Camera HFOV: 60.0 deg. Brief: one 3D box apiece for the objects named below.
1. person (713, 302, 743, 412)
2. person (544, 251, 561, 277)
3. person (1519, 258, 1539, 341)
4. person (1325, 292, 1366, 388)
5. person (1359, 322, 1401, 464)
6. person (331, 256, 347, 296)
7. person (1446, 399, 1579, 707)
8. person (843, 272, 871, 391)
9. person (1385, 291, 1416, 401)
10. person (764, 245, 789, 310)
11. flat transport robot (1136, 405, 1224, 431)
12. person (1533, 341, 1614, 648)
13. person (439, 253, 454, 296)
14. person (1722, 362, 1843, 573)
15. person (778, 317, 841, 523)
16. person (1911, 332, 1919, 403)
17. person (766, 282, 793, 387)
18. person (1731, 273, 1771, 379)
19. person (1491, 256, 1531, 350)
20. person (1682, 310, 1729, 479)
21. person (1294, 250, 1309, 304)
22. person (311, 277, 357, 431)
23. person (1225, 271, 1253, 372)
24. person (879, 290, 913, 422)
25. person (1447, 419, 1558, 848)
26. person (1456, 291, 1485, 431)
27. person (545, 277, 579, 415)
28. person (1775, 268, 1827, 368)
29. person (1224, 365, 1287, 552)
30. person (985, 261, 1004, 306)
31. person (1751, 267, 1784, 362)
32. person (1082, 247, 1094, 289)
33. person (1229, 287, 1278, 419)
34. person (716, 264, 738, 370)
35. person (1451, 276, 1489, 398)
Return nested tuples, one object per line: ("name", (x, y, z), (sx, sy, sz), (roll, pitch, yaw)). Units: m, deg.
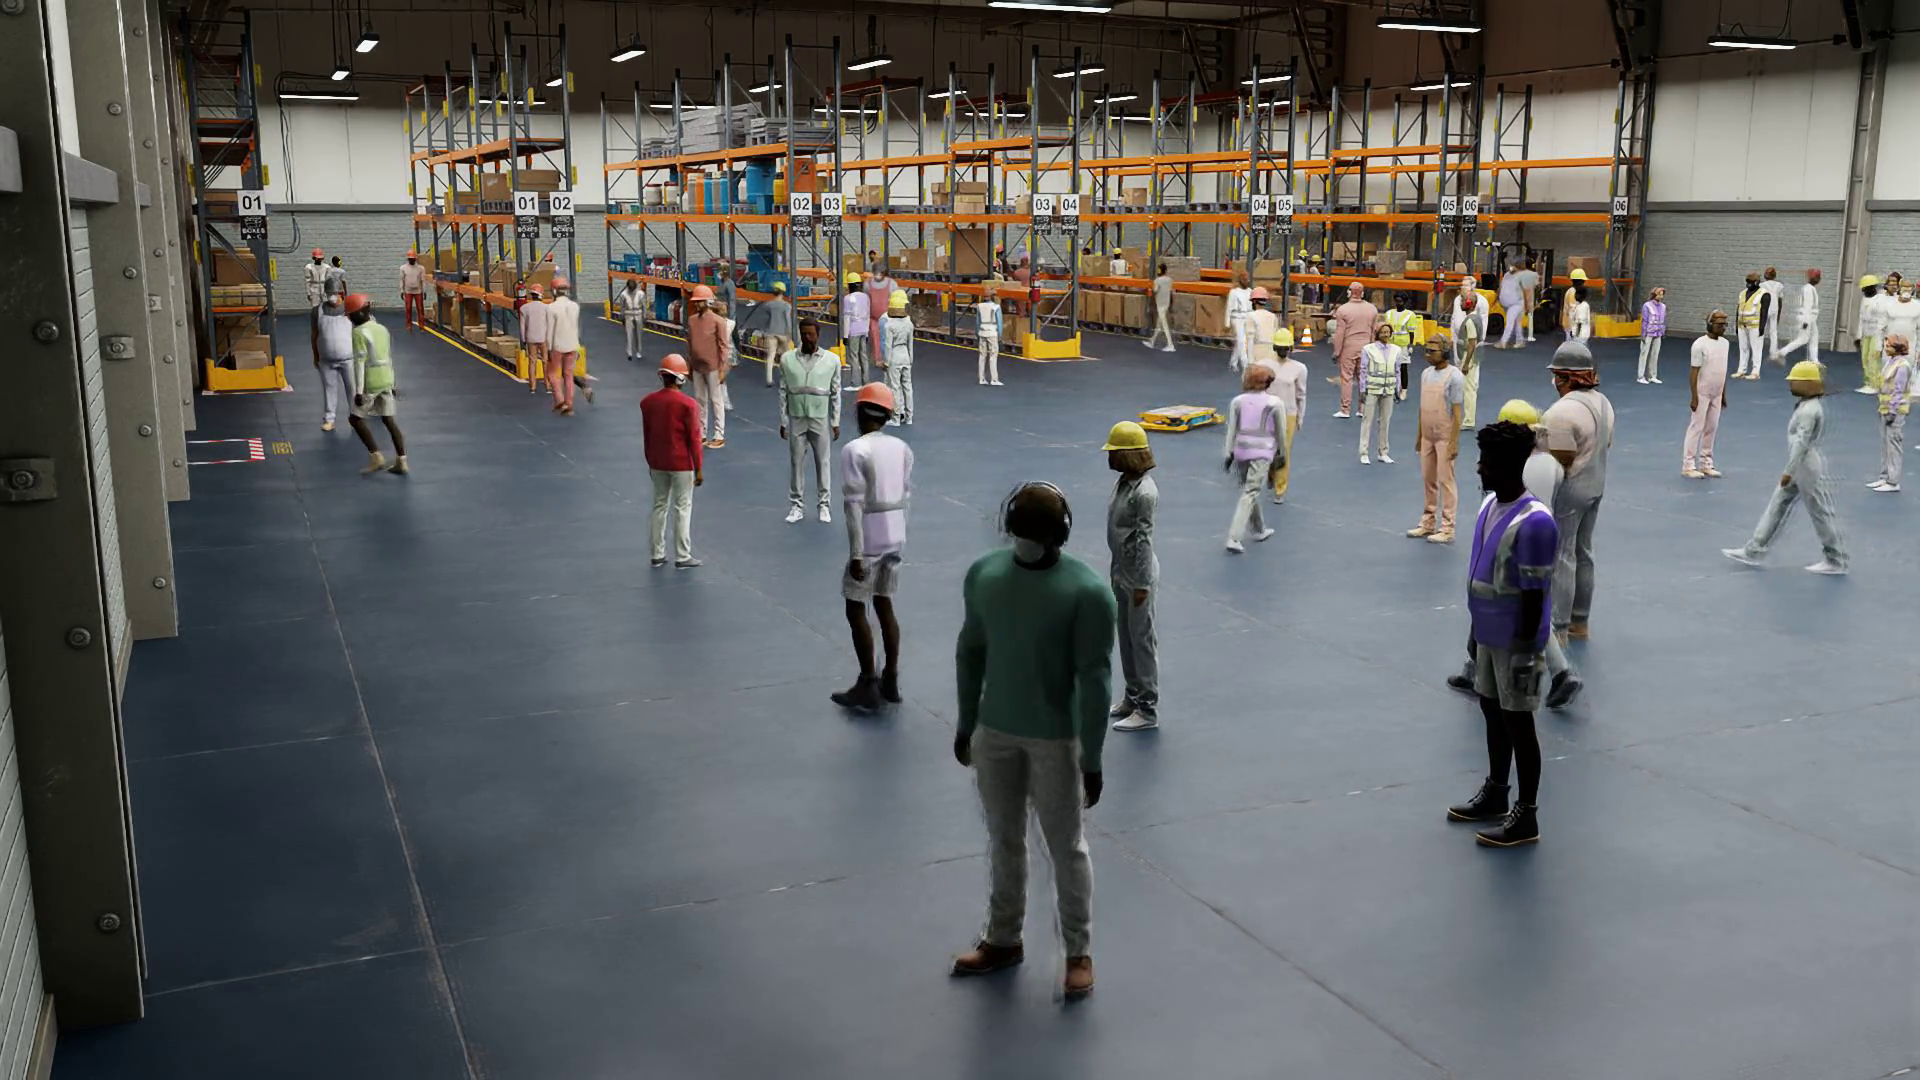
("person", (-3.507, -2.706, 24.444), (0.541, 1.589, 0.895), (-8, 14, -34))
("person", (-10.066, -6.110, 40.856), (0.547, 1.934, 0.376), (-2, 11, -10))
("person", (12.803, -5.429, 37.560), (0.513, 1.871, 0.329), (7, 13, 32))
("person", (6.480, -3.318, 27.368), (0.878, 1.643, 0.552), (2, 11, 8))
("person", (4.832, -1.692, 19.149), (0.514, 1.642, 0.310), (-3, 11, -13))
("person", (-14.868, -5.855, 39.757), (0.510, 1.861, 0.327), (3, 11, 13))
("person", (3.258, 0.083, 9.709), (0.609, 1.807, 0.807), (-5, 12, -26))
("person", (-1.692, -3.368, 26.976), (0.396, 1.919, 0.581), (8, 14, 35))
("person", (6.755, -2.985, 25.602), (0.538, 1.691, 0.319), (11, 15, 44))
("person", (-5.237, -7.617, 48.397), (1.062, 2.000, 0.607), (-8, 14, -36))
("flat transport robot", (2.963, -1.653, 22.443), (0.652, 0.197, 1.431), (7, 13, 33))
("person", (4.013, -0.311, 11.112), (0.688, 2.000, 0.536), (-11, 16, -44))
("person", (-14.002, -6.876, 45.073), (0.605, 1.813, 0.436), (3, 11, 13))
("person", (6.706, -0.582, 13.351), (0.891, 1.687, 0.506), (4, 12, 21))
("person", (-1.399, -1.121, 15.535), (0.590, 1.922, 0.392), (1, 11, 3))
("person", (14.888, -3.013, 25.416), (1.036, 1.810, 0.668), (-5, 12, -24))
("person", (-2.979, -3.427, 27.771), (0.539, 1.713, 0.889), (6, 13, 28))
("person", (13.746, -3.714, 28.938), (0.429, 1.838, 0.623), (-5, 12, -23))
("person", (11.738, -5.062, 35.257), (1.047, 2.000, 0.683), (-5, 12, -22))
("person", (8.131, -1.577, 18.083), (0.501, 1.839, 0.342), (-6, 12, -27))
("person", (9.785, -7.396, 47.688), (0.405, 1.824, 0.585), (-1, 11, -7))
("person", (-8.243, -2.462, 22.042), (0.690, 2.000, 0.538), (-2, 11, -9))
("person", (5.088, -3.901, 29.903), (0.580, 1.844, 0.968), (-6, 13, -27))
("person", (-0.866, -2.535, 22.976), (0.404, 1.826, 0.594), (9, 14, 37))
("person", (2.496, 0.420, 7.624), (0.386, 1.957, 0.603), (-1, 11, -6))
("person", (6.755, -2.363, 22.035), (0.372, 1.843, 0.570), (4, 12, 20))
("person", (-5.683, -2.755, 23.695), (0.458, 1.968, 0.620), (9, 14, 39))
("person", (15.761, -4.132, 31.006), (0.788, 1.857, 0.585), (7, 13, 31))
("person", (2.522, -0.704, 14.269), (0.494, 1.585, 0.901), (11, 15, 43))
("person", (0.827, -5.812, 39.827), (0.565, 1.744, 0.345), (8, 14, 34))
("person", (15.682, -4.373, 32.292), (0.502, 1.837, 0.350), (1, 11, 4))
("person", (3.624, -7.270, 46.825), (0.397, 1.910, 0.585), (-4, 12, -21))
("person", (3.938, -2.414, 22.179), (0.575, 1.888, 0.897), (-6, 13, -27))
("person", (-4.294, -4.092, 30.584), (0.355, 1.938, 0.637), (-5, 12, -23))
("person", (7.823, -3.113, 25.694), (0.399, 1.909, 0.642), (-7, 13, -31))
